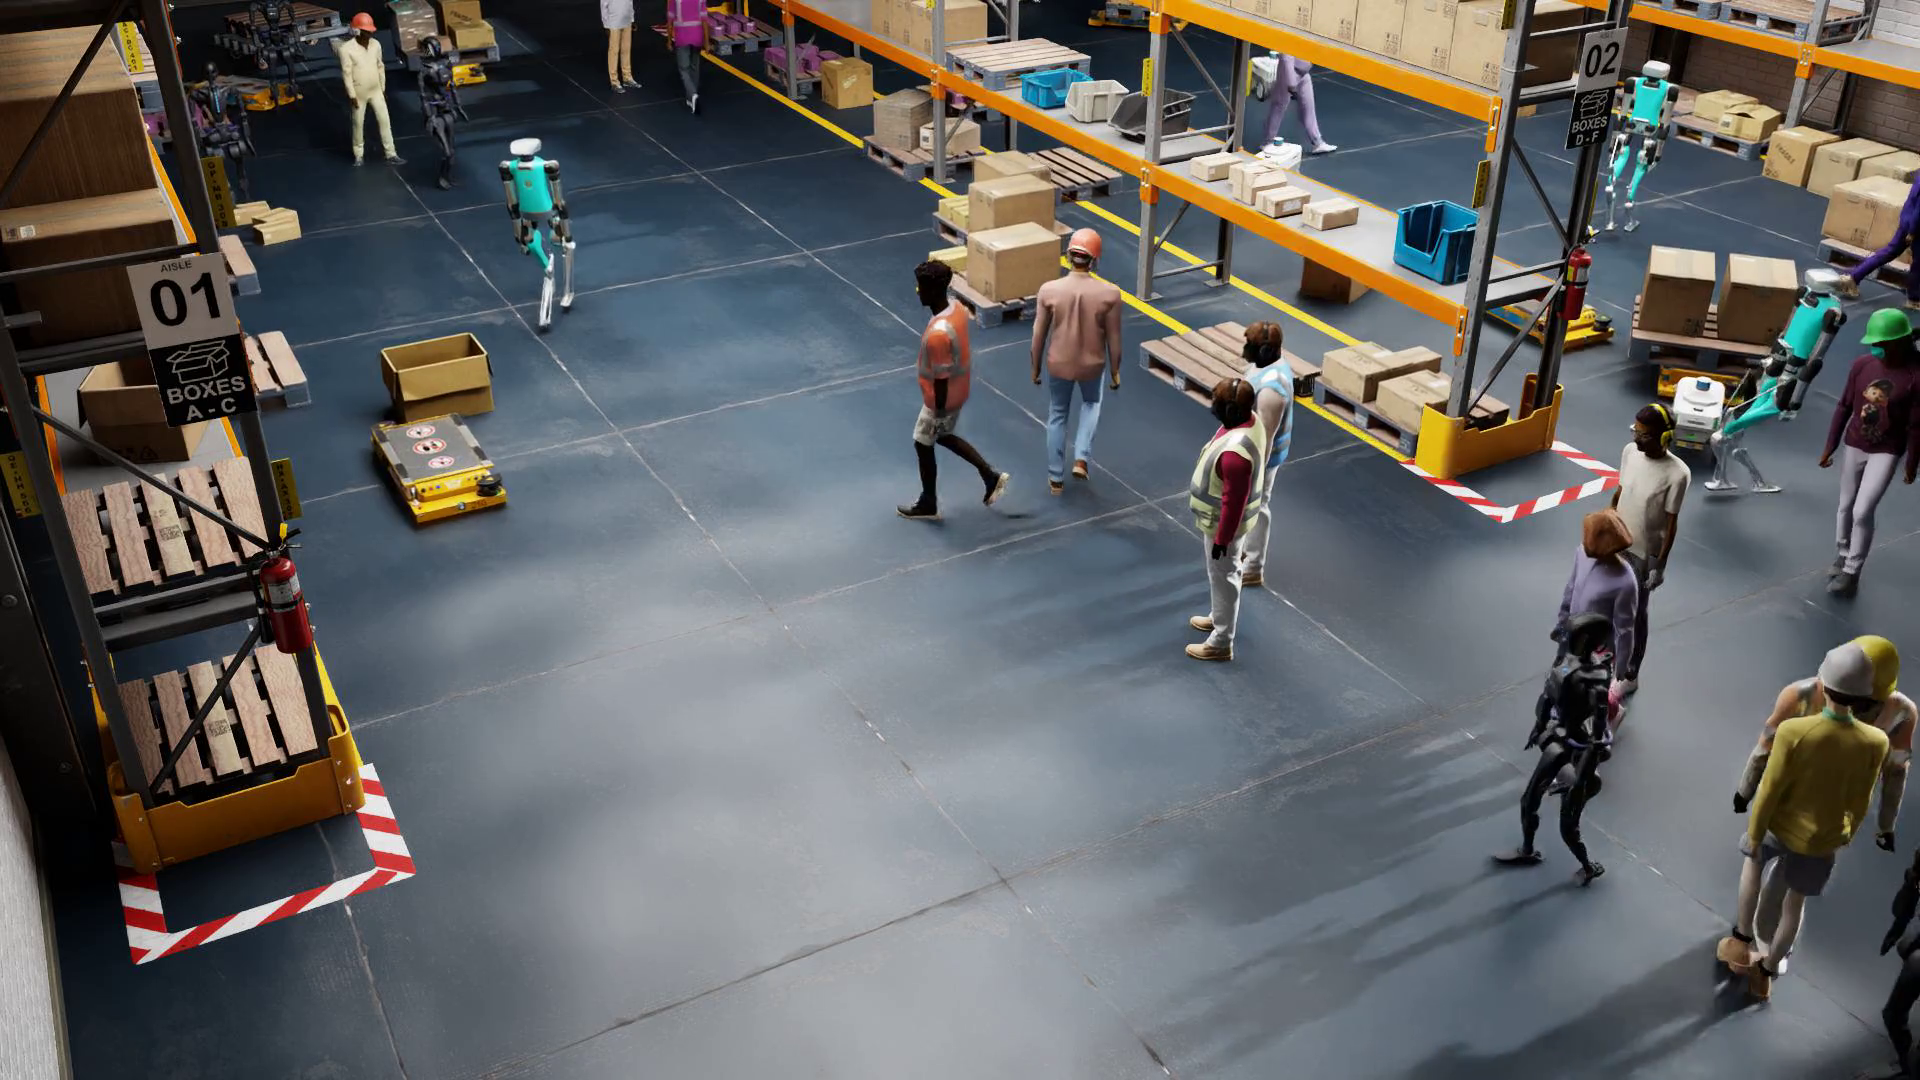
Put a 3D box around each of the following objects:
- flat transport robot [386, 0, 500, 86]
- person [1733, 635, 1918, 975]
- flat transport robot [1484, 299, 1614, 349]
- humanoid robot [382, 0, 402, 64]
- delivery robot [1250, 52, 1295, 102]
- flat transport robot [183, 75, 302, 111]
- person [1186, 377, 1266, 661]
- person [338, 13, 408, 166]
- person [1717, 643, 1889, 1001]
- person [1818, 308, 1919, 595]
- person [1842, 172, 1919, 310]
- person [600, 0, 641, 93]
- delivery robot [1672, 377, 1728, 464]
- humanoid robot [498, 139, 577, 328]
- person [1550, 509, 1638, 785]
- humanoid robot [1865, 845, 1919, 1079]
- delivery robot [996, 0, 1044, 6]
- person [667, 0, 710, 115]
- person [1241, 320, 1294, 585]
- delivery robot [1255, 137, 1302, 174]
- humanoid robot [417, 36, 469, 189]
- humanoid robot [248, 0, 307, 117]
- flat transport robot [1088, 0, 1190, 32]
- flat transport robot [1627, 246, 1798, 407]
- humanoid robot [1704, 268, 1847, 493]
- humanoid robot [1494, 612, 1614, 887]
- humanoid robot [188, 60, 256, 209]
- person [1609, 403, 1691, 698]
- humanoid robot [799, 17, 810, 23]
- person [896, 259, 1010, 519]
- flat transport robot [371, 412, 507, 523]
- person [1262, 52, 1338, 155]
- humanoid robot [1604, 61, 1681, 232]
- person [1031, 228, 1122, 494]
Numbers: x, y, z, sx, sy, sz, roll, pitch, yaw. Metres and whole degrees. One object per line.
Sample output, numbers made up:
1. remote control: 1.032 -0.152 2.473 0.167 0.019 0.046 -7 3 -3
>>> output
1. flat transport robot: -6.951 -6.440 22.621 0.659 0.231 1.431 -14 33 -23
2. person: 3.970 1.208 7.673 0.631 1.892 0.603 1 30 2
3. flat transport robot: 5.159 -2.101 15.067 0.659 0.231 1.431 -14 33 -22
4. humanoid robot: -7.722 -7.541 23.066 0.542 1.801 0.726 -2 30 -3
5. delivery robot: 4.058 -6.038 21.628 0.499 0.589 0.790 -6 30 -10
6. flat transport robot: -9.273 -5.767 21.449 1.431 0.231 0.659 13 32 22
7. person: 1.594 -0.129 10.056 0.429 1.841 0.636 7 31 12
8. person: -6.735 -5.097 18.840 0.616 1.714 0.581 21 36 32
9. person: 3.833 1.290 7.553 0.490 1.872 0.486 10 31 17
10. person: 5.861 -0.557 10.738 0.685 1.903 0.564 -23 37 -34
11. person: 8.595 -2.875 15.091 0.794 1.588 0.492 13 32 21
12. person: -4.426 -6.751 21.676 0.336 1.745 0.563 19 35 30
13. delivery robot: 5.652 -0.942 12.777 0.499 0.610 0.781 13 32 21
14. humanoid robot: -3.658 -2.759 14.772 0.553 1.749 1.035 2 30 4
15. person: 3.517 0.545 9.119 0.695 1.591 0.508 -7 31 -12
16. humanoid robot: 4.126 1.760 6.946 0.400 1.642 0.616 -4 30 -7
17. delivery robot: 0.959 -8.816 26.488 0.818 0.614 0.499 -10 31 -17
18. person: -3.350 -6.212 20.679 0.509 1.815 0.811 -15 33 -24
19. person: 1.921 -0.568 10.828 0.429 1.838 0.627 4 30 7
20. delivery robot: 3.470 -4.120 18.298 0.499 0.598 0.802 18 34 28
21. humanoid robot: -5.642 -4.644 18.085 0.358 1.647 0.593 13 32 22
22. humanoid robot: -8.455 -6.117 20.633 0.599 1.655 0.315 -16 33 -25
23. flat transport robot: 2.715 -7.884 25.134 1.431 0.231 0.659 10 31 17
24. flat transport robot: 6.270 -1.518 14.052 0.659 0.231 1.431 11 32 18
25. humanoid robot: 5.646 -1.059 11.800 0.824 1.786 0.549 0 30 0
26. humanoid robot: 3.061 1.046 8.223 0.459 1.668 0.584 -4 30 -7
27. humanoid robot: -7.647 -4.137 17.217 0.589 1.636 0.641 -16 34 -26
28. person: 3.935 0.057 9.725 0.342 1.856 0.523 -12 32 -19
29. humanoid robot: -2.144 -8.562 24.954 0.610 1.635 0.751 -21 36 -32
30. person: -0.060 -1.015 11.500 0.701 1.936 0.599 7 31 13
31. flat transport robot: -3.909 -0.570 12.402 0.659 0.231 1.431 -16 33 -25
32. person: 3.934 -5.288 19.013 0.941 1.861 0.660 21 36 32
33. humanoid robot: 6.710 -3.833 16.615 0.553 1.775 0.899 19 35 29
34. person: 0.834 -1.276 11.926 0.645 1.964 0.463 3 30 5
